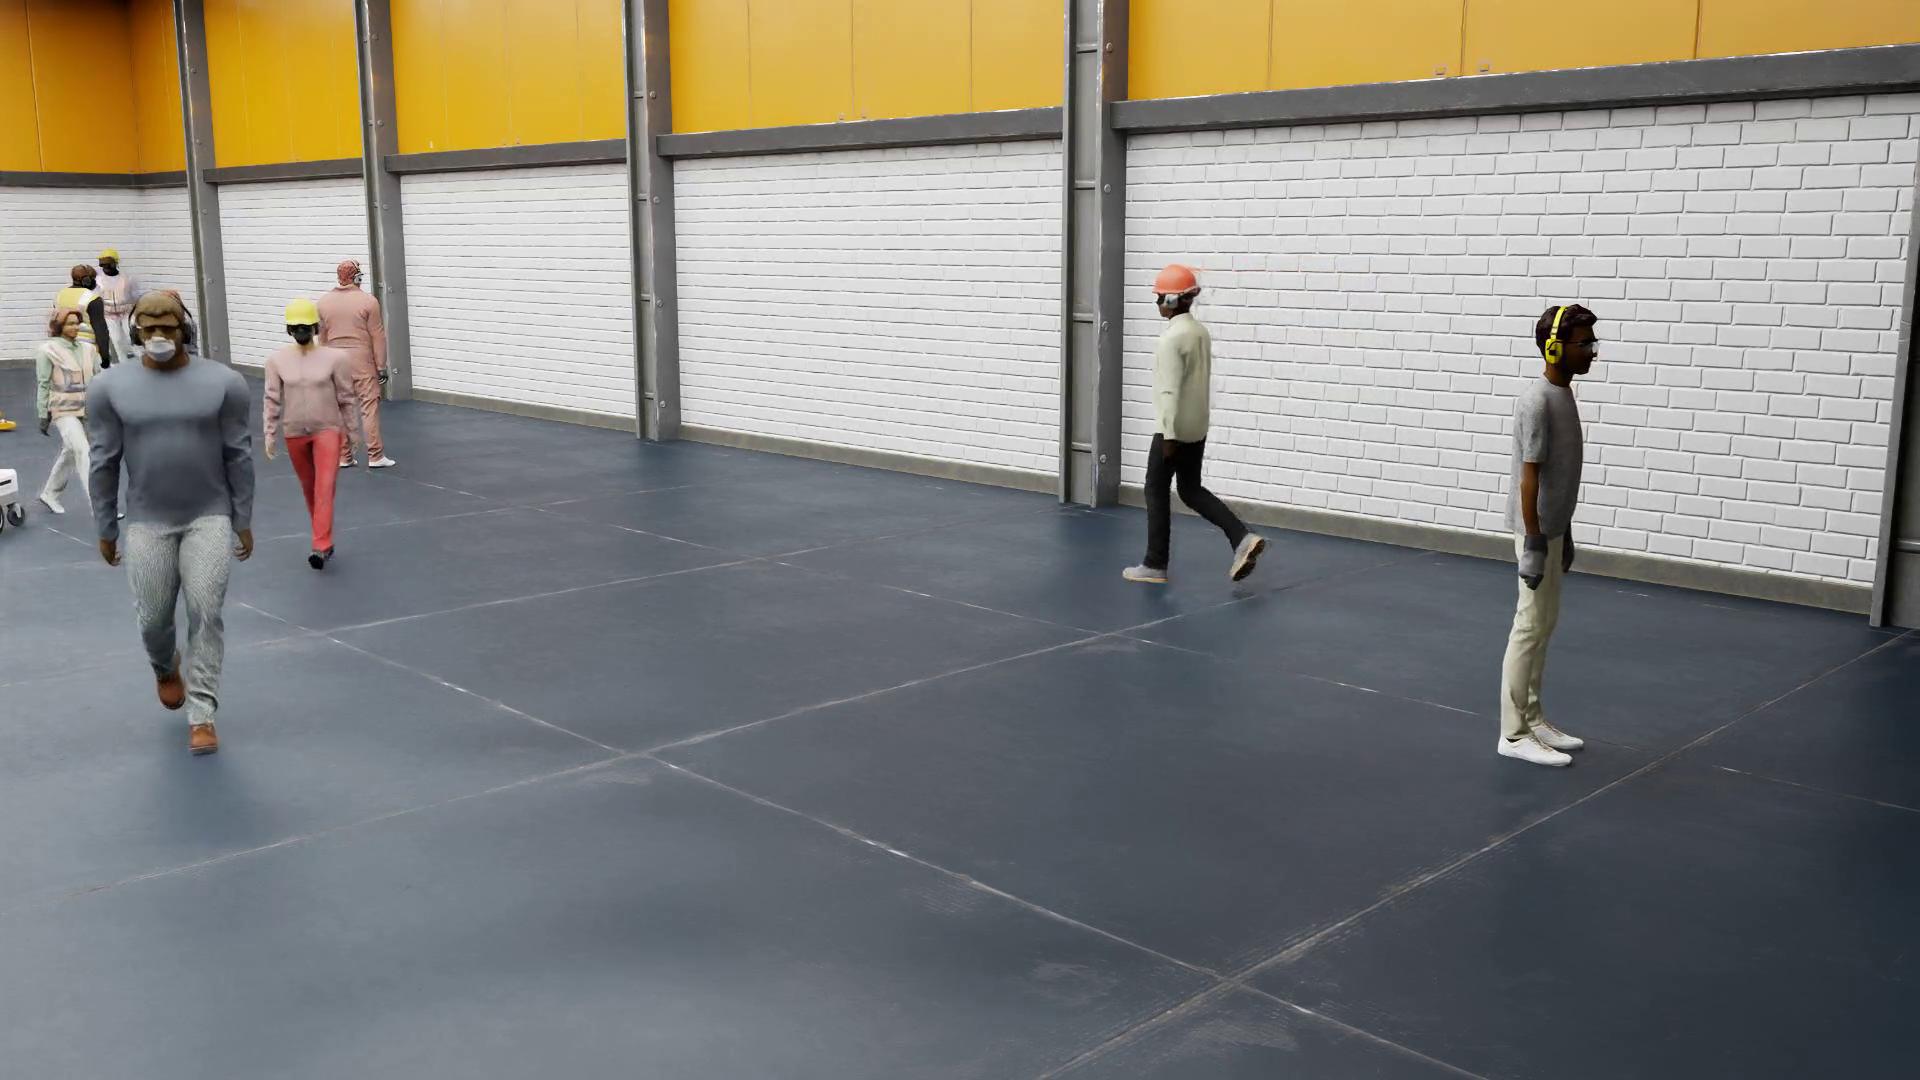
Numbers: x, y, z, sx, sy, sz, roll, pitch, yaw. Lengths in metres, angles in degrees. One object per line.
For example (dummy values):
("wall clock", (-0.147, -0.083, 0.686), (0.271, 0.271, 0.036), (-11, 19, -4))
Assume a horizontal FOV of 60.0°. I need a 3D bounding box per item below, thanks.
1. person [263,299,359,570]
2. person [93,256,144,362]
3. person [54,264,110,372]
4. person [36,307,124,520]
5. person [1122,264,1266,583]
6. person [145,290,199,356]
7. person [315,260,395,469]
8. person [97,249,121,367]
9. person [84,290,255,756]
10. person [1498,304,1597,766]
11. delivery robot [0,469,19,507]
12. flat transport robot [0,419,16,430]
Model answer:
("person", (-4.179, -0.675, 10.677), (0.546, 1.715, 0.920), (-1, 10, -8))
("person", (-12.922, -3.431, 25.492), (0.671, 1.813, 0.457), (-3, 11, -14))
("person", (-9.238, -1.984, 17.562), (0.632, 1.833, 0.434), (4, 11, 22))
("person", (-6.735, -0.962, 12.582), (0.860, 1.601, 0.521), (3, 11, 17))
("person", (1.419, -0.677, 10.062), (0.815, 1.970, 0.614), (7, 12, 32))
("person", (-7.914, -1.715, 16.720), (0.501, 1.591, 0.855), (-6, 12, -28))
("person", (-5.536, -1.603, 15.253), (0.638, 1.909, 0.407), (2, 11, 9))
("person", (-13.704, -3.739, 26.883), (0.580, 1.918, 0.402), (6, 12, 29))
("person", (-3.293, -0.091, 7.001), (0.634, 1.918, 0.685), (-5, 11, -24))
("person", (2.390, -0.018, 6.744), (0.340, 1.866, 0.518), (6, 12, 31))
("delivery robot", (-7.054, -0.360, 11.891), (0.477, 0.478, 0.707), (-1, 11, -5))
("flat transport robot", (-11.011, -1.253, 17.807), (0.652, 0.197, 1.431), (8, 13, 38))
